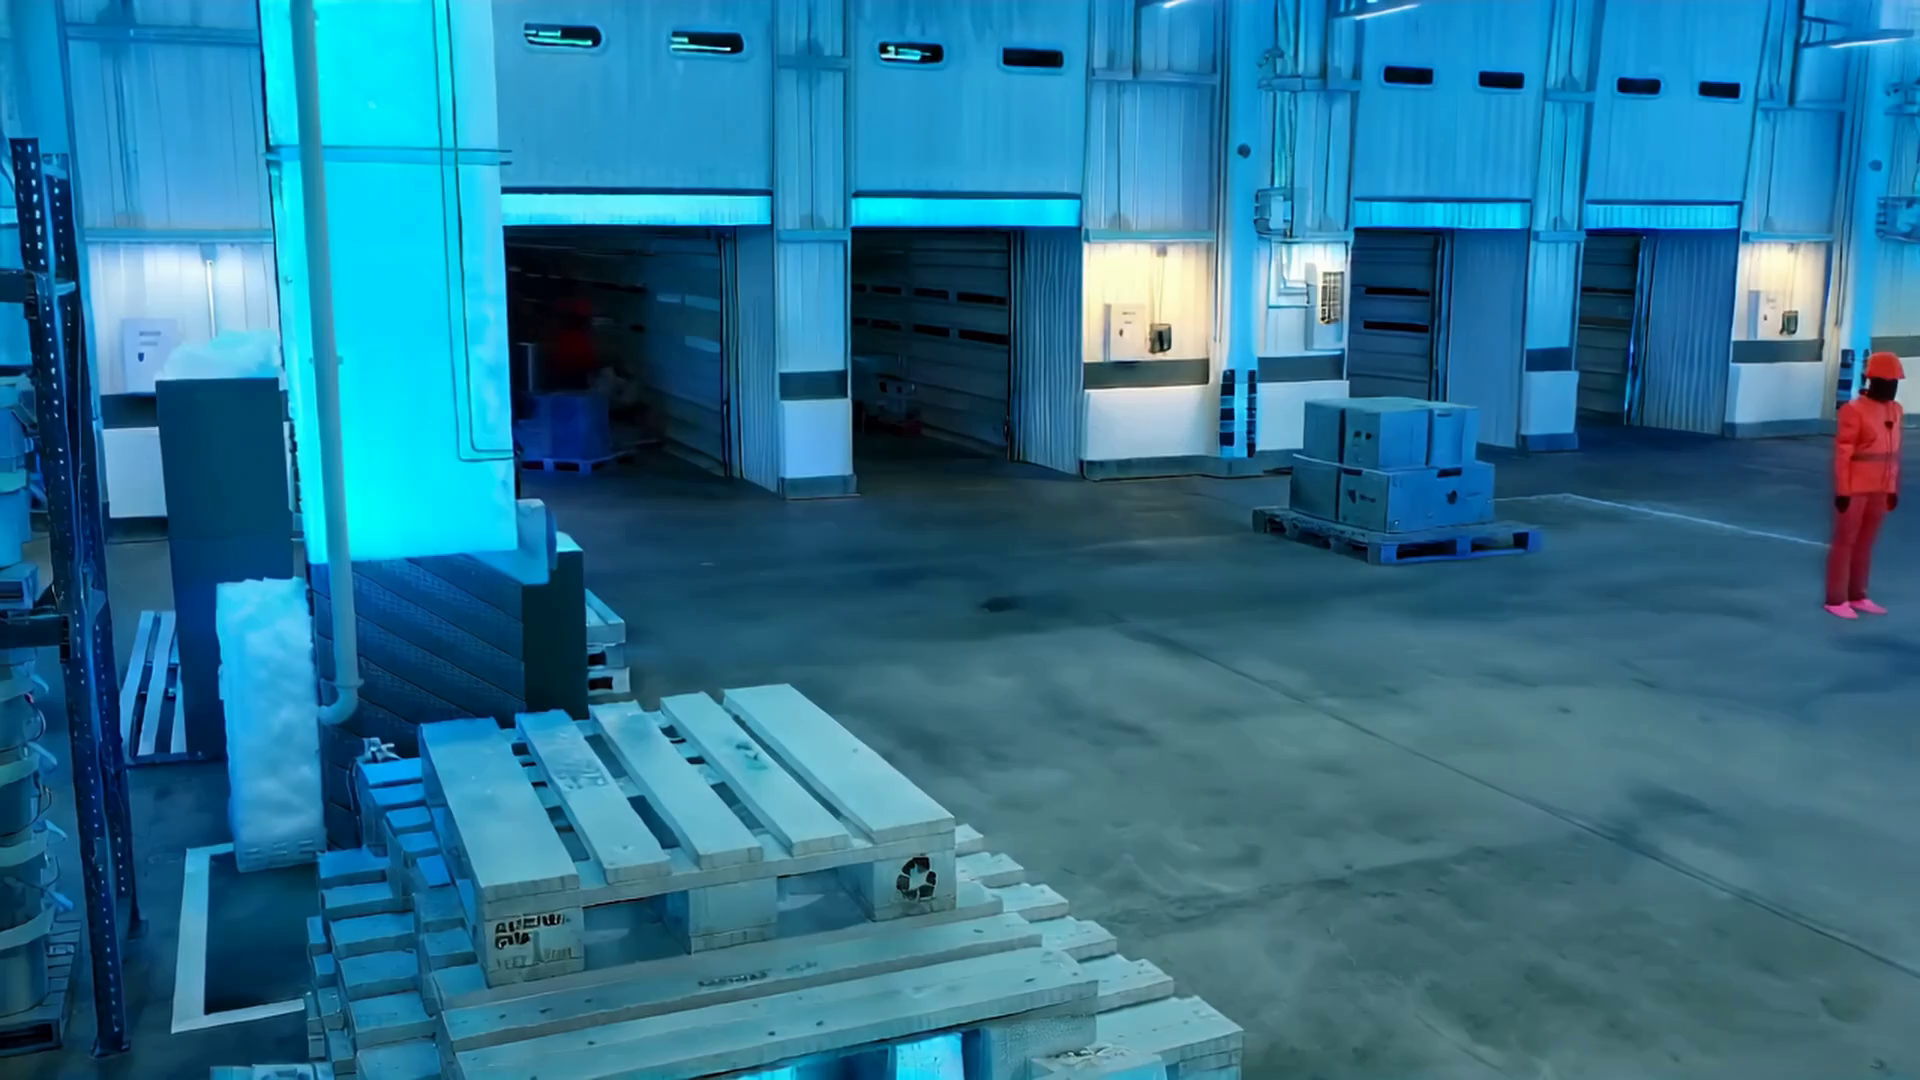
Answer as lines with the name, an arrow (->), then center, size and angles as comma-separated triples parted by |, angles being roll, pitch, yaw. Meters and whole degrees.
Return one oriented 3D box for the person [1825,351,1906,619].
person -> 6.560, -0.397, 12.003 | 0.589, 1.928, 0.386 | -4, 11, -23
